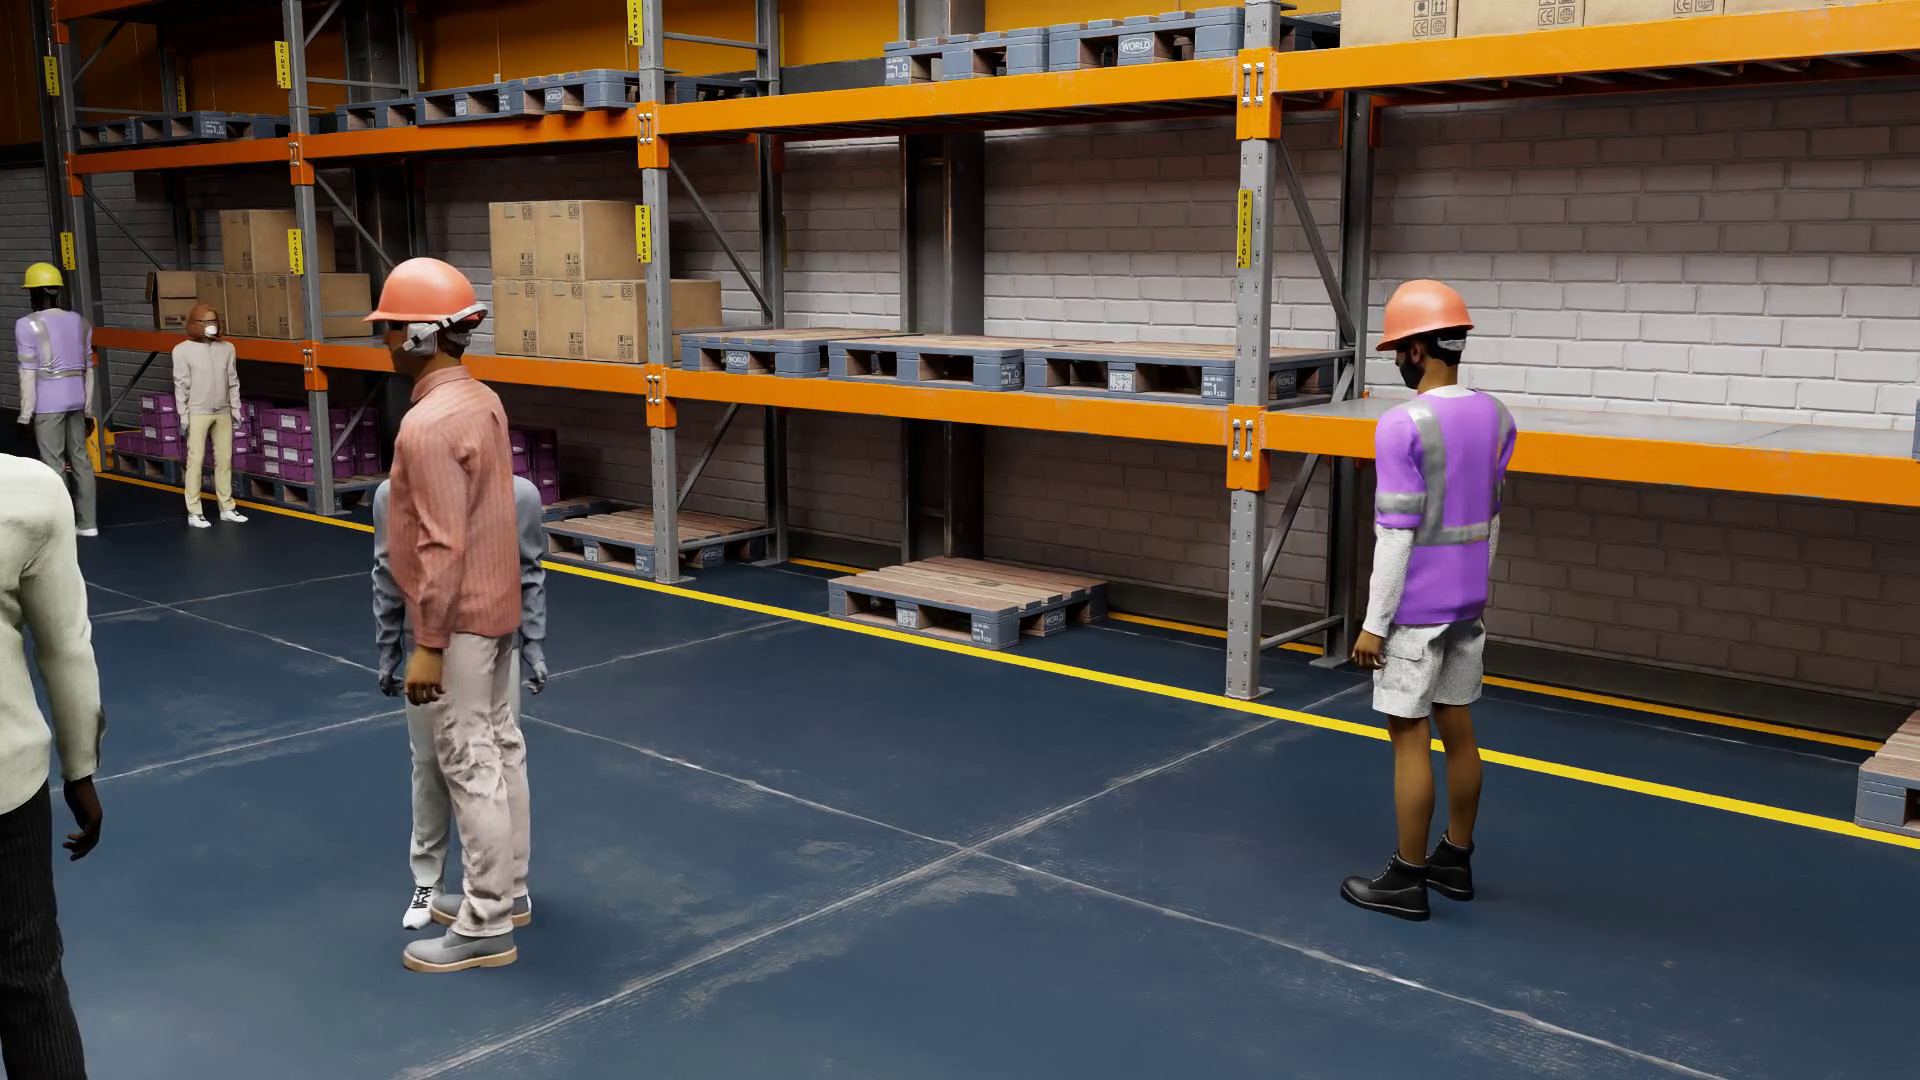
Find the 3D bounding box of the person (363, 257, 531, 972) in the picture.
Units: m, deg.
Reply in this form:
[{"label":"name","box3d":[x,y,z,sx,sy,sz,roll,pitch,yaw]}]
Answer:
[{"label":"person","box3d":[-1.429,0.215,4.683,0.394,1.994,0.612,0,10,-1]}]

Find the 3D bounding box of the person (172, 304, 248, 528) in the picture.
[{"label":"person","box3d":[-5.476,-0.906,12.130,0.284,1.625,0.492,6,12,32]}]

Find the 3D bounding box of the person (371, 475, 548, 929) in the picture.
[{"label":"person","box3d":[-1.486,0.344,4.976,0.498,1.634,0.279,-2,10,-12]}]

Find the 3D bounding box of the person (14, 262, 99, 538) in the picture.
[{"label":"person","box3d":[-6.220,-0.936,11.437,0.370,1.926,0.603,3,10,17]}]

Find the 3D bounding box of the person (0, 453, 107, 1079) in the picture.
[{"label":"person","box3d":[-1.986,0.478,3.195,0.626,1.991,0.380,-8,13,-37]}]

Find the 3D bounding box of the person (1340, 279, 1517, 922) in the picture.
[{"label":"person","box3d":[1.399,0.186,5.041,0.542,1.929,0.369,-7,12,-37]}]
